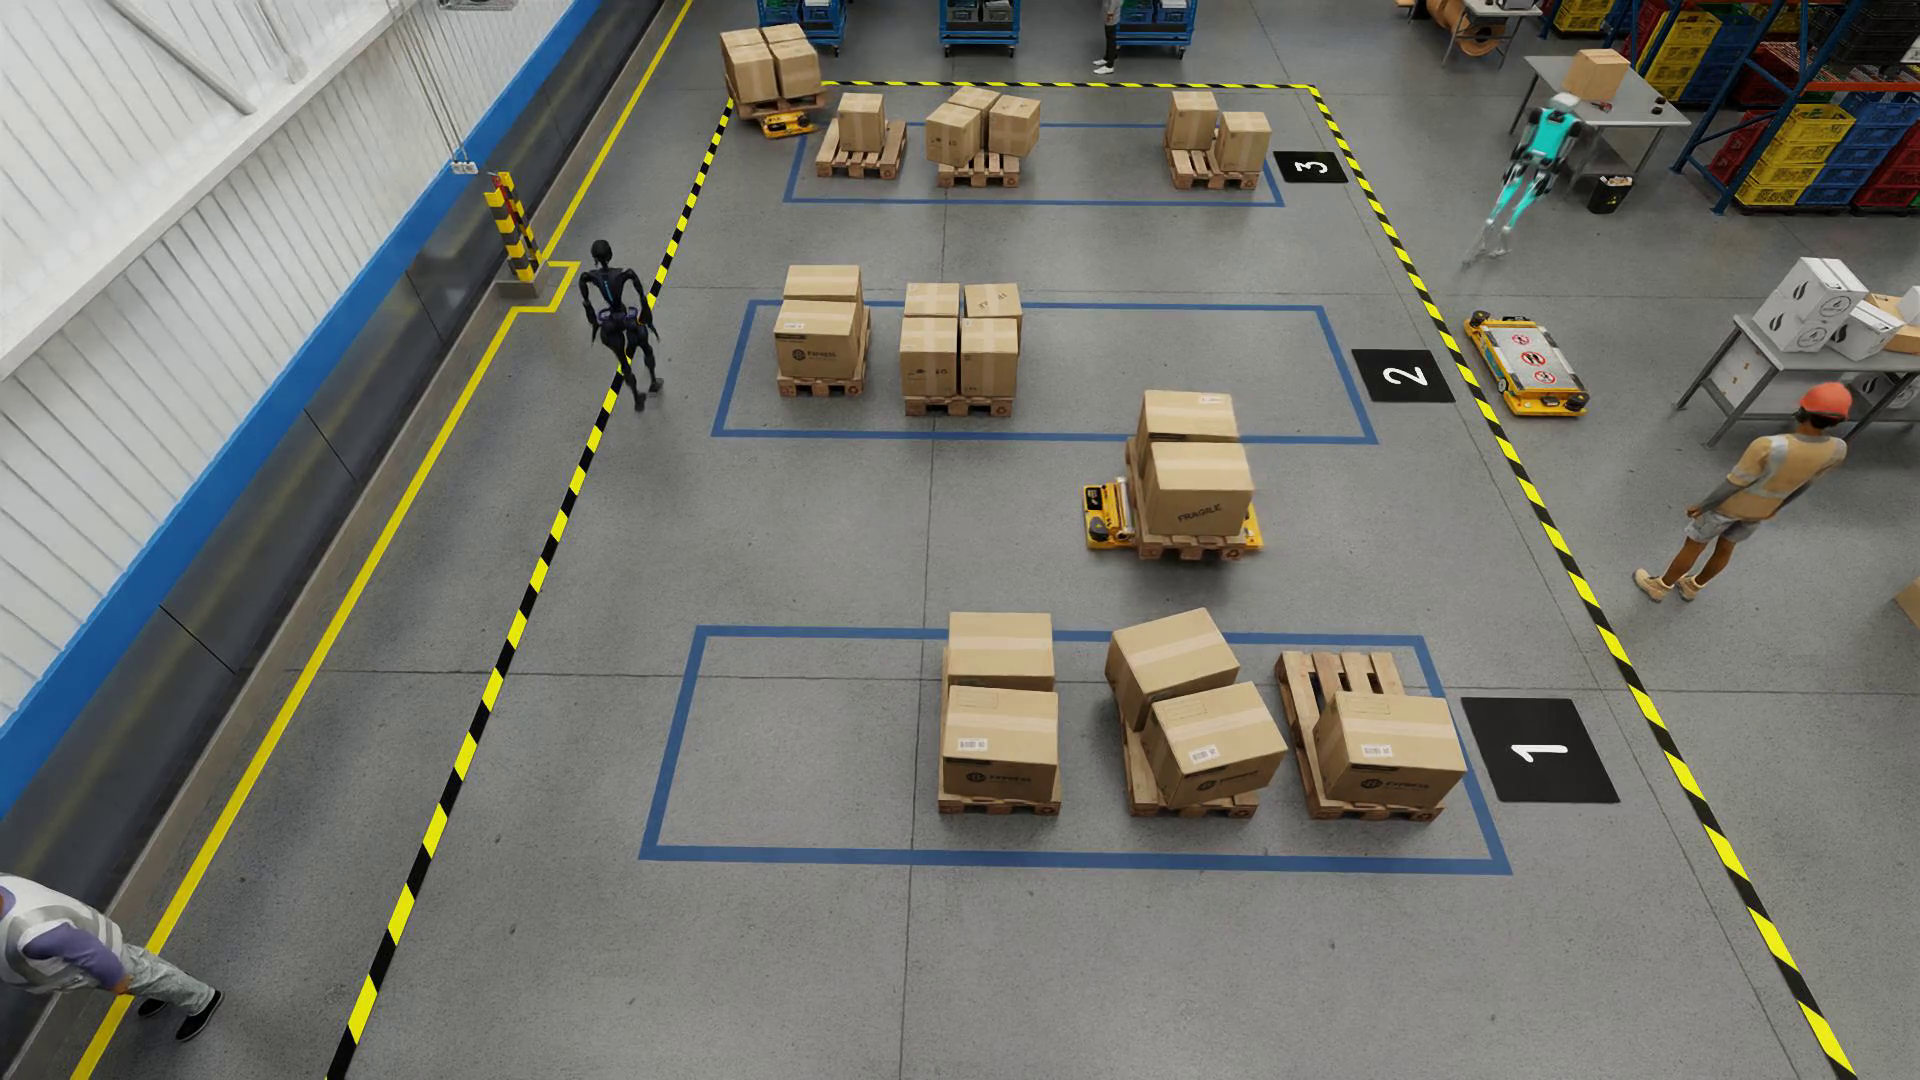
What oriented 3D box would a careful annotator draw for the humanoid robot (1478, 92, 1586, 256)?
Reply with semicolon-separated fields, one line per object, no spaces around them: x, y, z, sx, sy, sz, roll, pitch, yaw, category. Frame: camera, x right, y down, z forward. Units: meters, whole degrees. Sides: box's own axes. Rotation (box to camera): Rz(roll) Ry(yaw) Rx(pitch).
5.993;-3.816;9.776;0.735;1.677;0.533;-36;58;-27;humanoid robot

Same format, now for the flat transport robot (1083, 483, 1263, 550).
1.779;-0.232;7.716;1.431;0.197;0.652;1;49;1;flat transport robot

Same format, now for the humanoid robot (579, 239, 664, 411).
-3.063;-1.937;8.280;0.601;1.647;0.497;-7;49;-6;humanoid robot

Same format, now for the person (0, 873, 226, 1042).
-4.498;2.116;4.664;0.598;1.836;0.404;20;52;16;person

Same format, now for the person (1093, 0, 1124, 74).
2.144;-7.706;13.156;0.396;1.850;0.596;4;49;3;person

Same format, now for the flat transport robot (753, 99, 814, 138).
-2.523;-6.036;12.739;0.652;0.197;1.431;-15;51;-12;flat transport robot

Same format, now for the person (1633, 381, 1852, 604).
5.632;-0.288;6.618;0.613;2.030;0.395;0;49;0;person

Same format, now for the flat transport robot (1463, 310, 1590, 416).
5.573;-1.757;9.054;0.659;0.231;1.431;1;49;1;flat transport robot
